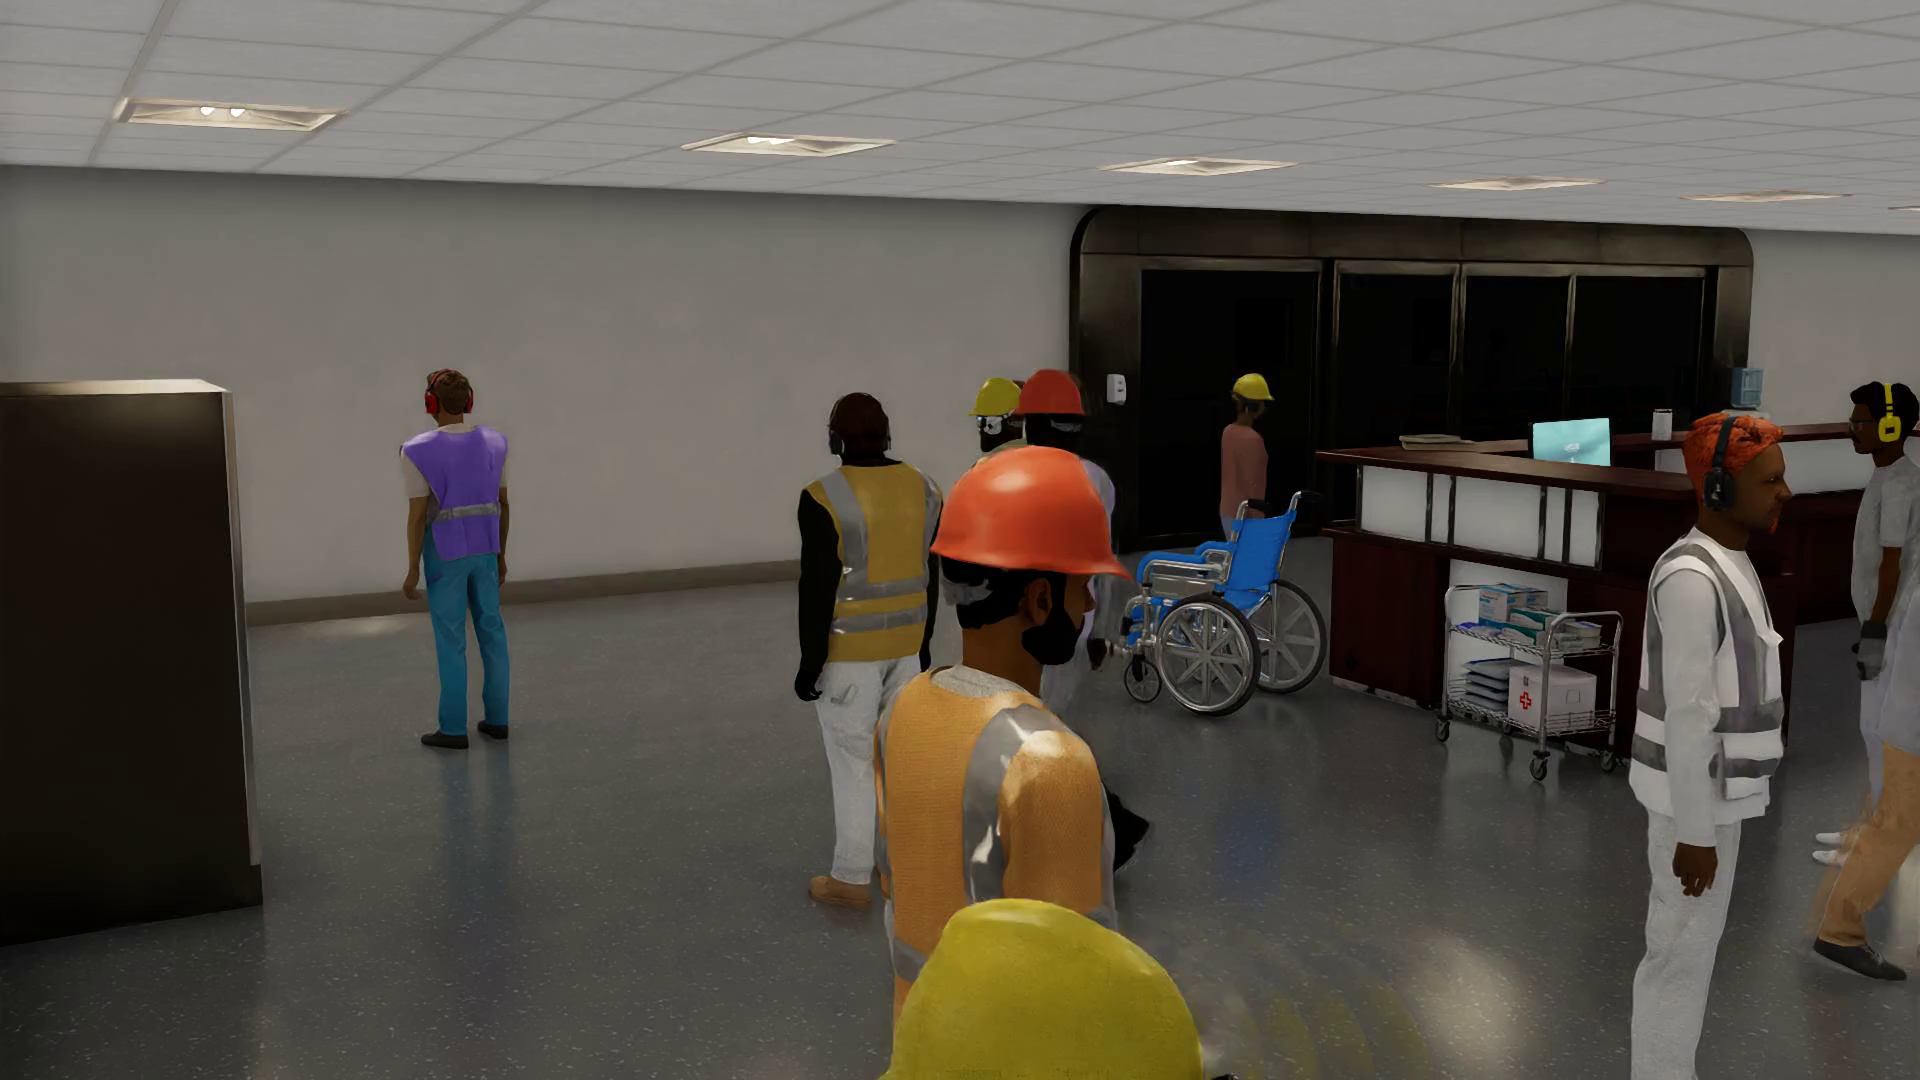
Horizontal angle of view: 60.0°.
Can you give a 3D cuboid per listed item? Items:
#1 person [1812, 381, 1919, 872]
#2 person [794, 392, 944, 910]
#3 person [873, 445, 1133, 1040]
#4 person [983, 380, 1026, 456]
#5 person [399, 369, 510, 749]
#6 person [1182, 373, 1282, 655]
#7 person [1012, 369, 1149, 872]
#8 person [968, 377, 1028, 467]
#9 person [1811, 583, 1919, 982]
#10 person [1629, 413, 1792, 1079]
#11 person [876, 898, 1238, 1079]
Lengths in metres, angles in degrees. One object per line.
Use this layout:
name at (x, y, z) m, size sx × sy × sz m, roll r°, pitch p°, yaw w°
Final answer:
person at (3.507, 0.329, 6.352) m, size 0.326 × 1.862 × 0.508 m, roll 4°, pitch 9°, yaw 29°
person at (-0.345, 0.392, 5.974) m, size 0.627 × 1.839 × 0.429 m, roll -7°, pitch 11°, yaw -42°
person at (0.084, 0.826, 2.483) m, size 0.361 × 1.935 × 0.544 m, roll -4°, pitch 9°, yaw -29°
person at (0.407, -0.347, 12.103) m, size 0.504 × 1.627 × 0.286 m, roll -1°, pitch 8°, yaw -10°
person at (-2.429, 0.096, 8.082) m, size 0.395 × 1.847 × 0.564 m, roll 7°, pitch 11°, yaw 42°
person at (1.684, -0.147, 10.189) m, size 0.593 × 1.752 × 0.535 m, roll -2°, pitch 8°, yaw -11°
person at (0.406, 0.307, 6.323) m, size 0.850 × 1.913 × 0.544 m, roll 8°, pitch 11°, yaw 44°
person at (0.210, 0.169, 7.649) m, size 0.403 × 1.824 × 0.596 m, roll 5°, pitch 9°, yaw 33°
person at (3.052, 0.578, 5.082) m, size 0.584 × 1.702 × 0.786 m, roll -7°, pitch 11°, yaw -43°
person at (1.821, 0.634, 4.052) m, size 0.349 × 1.882 × 0.584 m, roll 5°, pitch 9°, yaw 30°
person at (0.114, 1.105, 1.242) m, size 0.917 × 1.720 × 0.541 m, roll 4°, pitch 9°, yaw 27°
